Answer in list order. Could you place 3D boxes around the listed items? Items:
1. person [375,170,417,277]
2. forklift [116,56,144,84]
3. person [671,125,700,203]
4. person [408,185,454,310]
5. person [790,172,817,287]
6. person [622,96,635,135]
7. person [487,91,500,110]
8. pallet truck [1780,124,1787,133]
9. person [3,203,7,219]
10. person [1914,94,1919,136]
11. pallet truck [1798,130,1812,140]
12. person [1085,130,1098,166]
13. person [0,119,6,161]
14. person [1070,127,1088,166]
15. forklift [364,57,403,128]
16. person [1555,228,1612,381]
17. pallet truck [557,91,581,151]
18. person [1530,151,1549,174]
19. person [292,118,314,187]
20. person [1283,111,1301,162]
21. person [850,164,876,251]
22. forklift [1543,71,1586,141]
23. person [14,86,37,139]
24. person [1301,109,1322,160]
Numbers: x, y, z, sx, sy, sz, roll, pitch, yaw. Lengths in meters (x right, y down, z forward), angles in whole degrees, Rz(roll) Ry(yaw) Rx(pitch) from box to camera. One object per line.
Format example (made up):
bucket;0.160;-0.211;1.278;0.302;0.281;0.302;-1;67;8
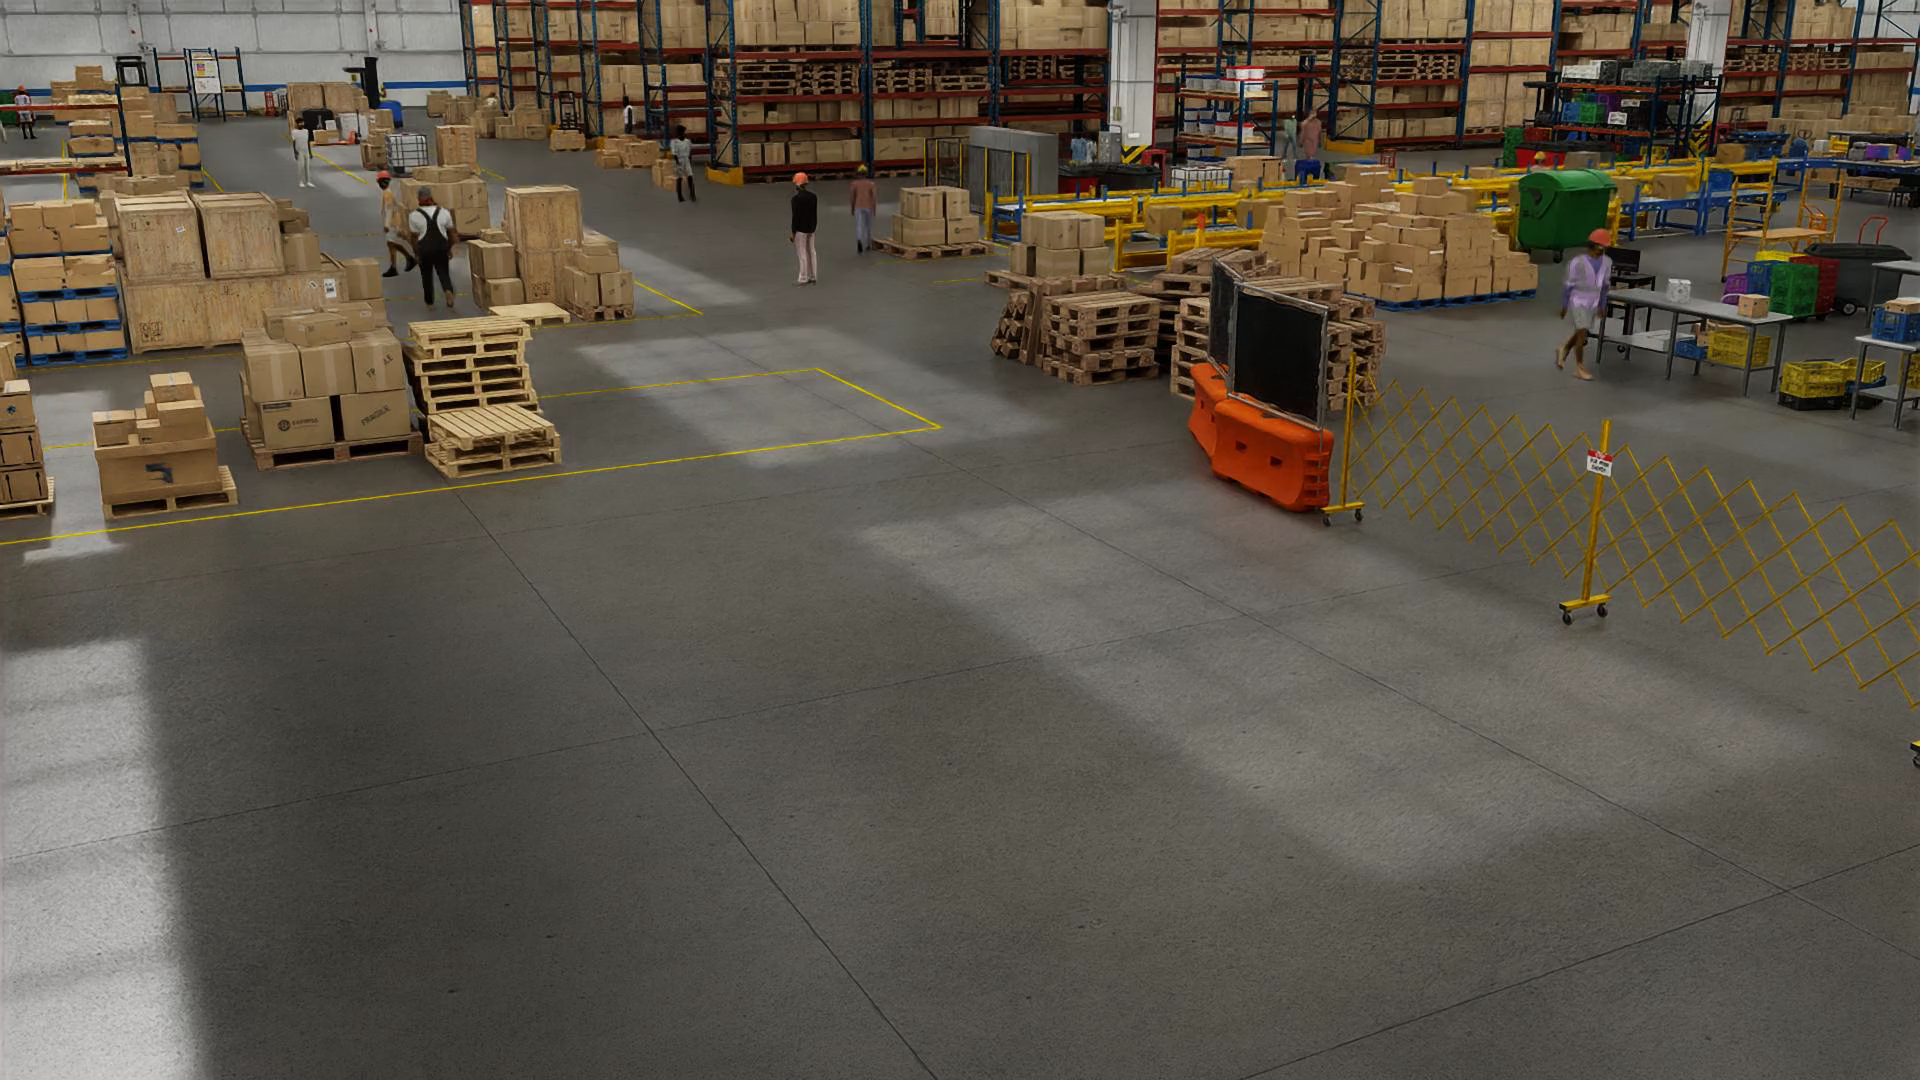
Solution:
person;-10.355;-5.810;30.513;0.671;1.920;0.719;-8;19;-23
forklift;-33.955;-18.449;68.351;1.129;2.768;1.873;-9;20;-26
person;-6.894;-9.395;41.658;0.609;1.917;0.908;-13;22;-35
person;-8.550;-4.722;26.910;0.696;2.000;0.679;-10;20;-29
person;-2.752;-5.455;29.262;0.372;1.997;0.611;13;22;35
person;-11.210;-14.038;56.185;0.435;1.904;0.590;-7;19;-21
person;-18.070;-16.562;64.478;0.542;1.623;0.375;8;19;22
pallet truck;25.206;-12.542;52.601;1.601;1.201;0.680;0;18;-2
person;-19.301;-6.580;33.086;0.533;1.812;1.000;-11;21;-32
person;36.974;-16.489;63.740;0.614;1.946;0.390;0;18;-1
pallet truck;25.526;-11.556;49.408;1.630;1.274;0.653;-9;20;-26
person;3.519;-10.006;44.010;0.855;1.649;0.526;-7;19;-22
person;-28.866;-11.933;49.618;0.638;1.909;0.916;-5;18;-16
person;3.173;-10.194;44.519;0.541;1.698;0.315;13;22;34
forklift;-23.619;-18.028;67.038;1.873;2.768;1.129;-9;20;-26
person;8.281;-3.181;22.179;0.624;2.007;0.895;-5;18;-15
pallet truck;-13.495;-14.412;57.188;0.823;1.965;1.885;-3;18;-9
person;12.751;-7.719;36.779;0.923;1.718;0.527;-7;19;-20
person;-18.020;-10.630;45.606;0.309;1.868;0.534;13;22;35
person;10.520;-12.784;52.763;0.519;1.581;0.860;-8;20;-24
person;-1.950;-6.690;33.539;0.526;1.745;0.731;-1;18;-3
forklift;18.685;-13.231;52.085;1.873;2.768;1.129;-9;20;-26
person;-34.919;-15.958;62.103;0.545;1.938;0.355;-1;18;-4
person;10.423;-11.853;49.415;0.654;1.876;0.882;-6;19;-17
